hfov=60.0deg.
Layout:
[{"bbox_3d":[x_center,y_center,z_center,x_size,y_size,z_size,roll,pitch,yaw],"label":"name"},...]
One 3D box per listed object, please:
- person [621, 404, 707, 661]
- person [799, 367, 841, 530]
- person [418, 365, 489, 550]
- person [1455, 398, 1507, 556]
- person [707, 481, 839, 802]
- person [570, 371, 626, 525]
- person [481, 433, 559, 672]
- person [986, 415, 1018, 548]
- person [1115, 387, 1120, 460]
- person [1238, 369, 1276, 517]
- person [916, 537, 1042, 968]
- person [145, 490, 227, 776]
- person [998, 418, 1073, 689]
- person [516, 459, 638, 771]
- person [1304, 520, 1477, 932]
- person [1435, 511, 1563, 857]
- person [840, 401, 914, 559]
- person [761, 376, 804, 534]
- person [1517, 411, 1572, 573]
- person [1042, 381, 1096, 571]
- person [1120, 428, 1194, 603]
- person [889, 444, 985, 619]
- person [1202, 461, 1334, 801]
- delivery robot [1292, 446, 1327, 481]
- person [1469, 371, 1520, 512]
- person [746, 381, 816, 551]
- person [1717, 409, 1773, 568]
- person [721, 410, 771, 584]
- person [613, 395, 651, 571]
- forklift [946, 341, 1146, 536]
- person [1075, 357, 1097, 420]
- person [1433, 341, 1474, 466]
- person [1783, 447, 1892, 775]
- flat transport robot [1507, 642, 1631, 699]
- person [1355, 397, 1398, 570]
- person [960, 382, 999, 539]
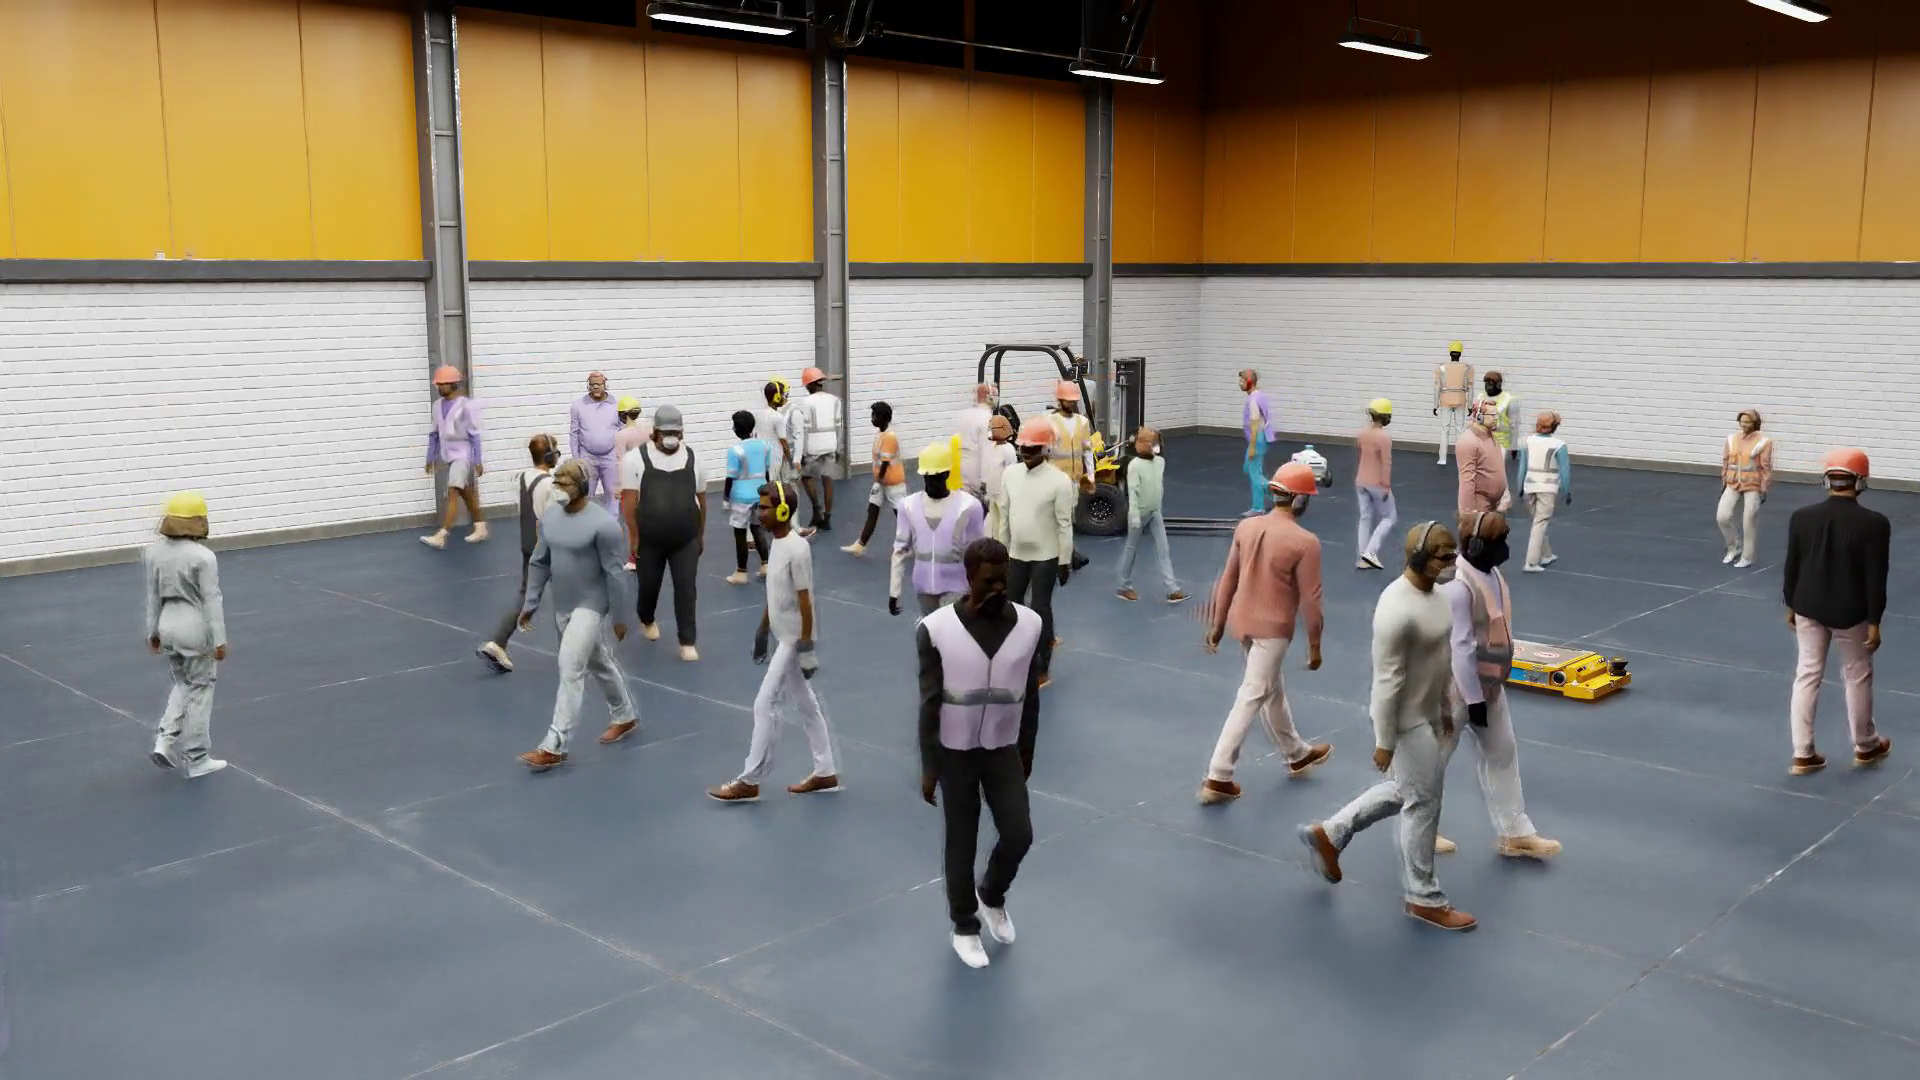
[{"bbox_3d":[-2.310,-0.104,13.062,0.679,2.000,0.795,-3,10,-19],"label":"person"},{"bbox_3d":[-1.627,-1.062,19.366,0.576,1.902,0.434,-6,11,-35],"label":"person"},{"bbox_3d":[-5.553,-0.902,18.136,0.639,1.985,1.055,6,11,33],"label":"person"},{"bbox_3d":[4.592,-0.297,14.654,0.410,1.909,0.643,6,11,35],"label":"person"},{"bbox_3d":[-1.100,0.581,9.489,0.884,1.831,0.542,-3,10,-16],"label":"person"},{"bbox_3d":[-3.996,-0.917,18.459,0.643,1.910,0.400,-2,9,-10],"label":"person"},{"bbox_3d":[-3.214,0.094,12.584,0.513,1.807,0.908,7,11,35],"label":"person"},{"bbox_3d":[0.389,-0.392,16.068,0.285,1.633,0.501,-4,10,-25],"label":"person"},{"bbox_3d":[2.525,-1.760,24.545,0.631,1.610,0.504,-8,12,-39],"label":"person"},{"bbox_3d":[3.643,-1.175,20.323,0.522,1.820,0.572,2,9,9],"label":"person"},{"bbox_3d":[0.084,0.921,7.231,0.586,1.901,0.450,-3,10,-19],"label":"person"},{"bbox_3d":[-4.596,0.560,9.932,0.511,1.726,0.373,3,10,18],"label":"person"},{"bbox_3d":[0.564,0.093,12.039,0.627,1.975,0.552,8,12,39],"label":"person"},{"bbox_3d":[-2.366,0.431,10.306,0.645,1.883,1.067,7,12,37],"label":"person"},{"bbox_3d":[2.015,0.832,7.751,0.816,1.914,0.668,6,11,32],"label":"person"},{"bbox_3d":[2.686,0.762,8.472,0.877,1.805,0.633,8,12,41],"label":"person"},{"bbox_3d":[-0.846,-0.603,17.256,0.835,1.652,0.541,-3,10,-18],"label":"person"},{"bbox_3d":[-2.033,-0.949,18.895,0.591,1.828,0.404,9,13,43],"label":"person"},{"bbox_3d":[5.931,-0.488,16.734,0.784,1.607,0.532,-6,11,-33],"label":"person"},{"bbox_3d":[1.138,-0.640,16.773,0.570,1.896,0.930,-5,10,-28],"label":"person"},{"bbox_3d":[1.744,-0.204,15.004,0.531,1.592,0.816,-8,12,-40],"label":"person"},{"bbox_3d":[-0.184,0.318,10.934,0.618,1.880,0.937,4,10,22],"label":"person"},{"bbox_3d":[1.793,0.515,9.596,1.095,1.923,0.644,-6,11,-31],"label":"person"},{"bbox_3d":[4.892,-1.081,23.312,0.477,0.478,0.707,0,9,-3],"label":"delivery robot"},{"bbox_3d":[6.616,-1.196,20.546,0.916,1.800,0.635,-6,11,-32],"label":"person"},{"bbox_3d":[-1.950,-0.805,18.020,0.967,1.815,0.554,-6,11,-33],"label":"person"},{"bbox_3d":[7.934,-0.514,16.831,0.382,1.623,0.538,-6,11,-34],"label":"person"},{"bbox_3d":[-2.052,-0.408,15.986,0.377,1.690,0.565,8,12,39],"label":"person"},{"bbox_3d":[-3.311,-0.572,16.770,0.329,1.767,0.528,5,11,28],"label":"person"},{"bbox_3d":[0.977,-1.223,19.452,2.313,2.155,1.214,2,9,11],"label":"forklift"},{"bbox_3d":[1.593,-1.498,22.130,0.518,1.874,0.327,-7,12,-37],"label":"person"},{"bbox_3d":[7.612,-2.104,25.674,0.595,1.925,0.371,2,9,11],"label":"person"},{"bbox_3d":[5.337,0.420,10.058,0.809,1.965,0.650,-7,12,-37],"label":"person"},{"bbox_3d":[4.118,0.906,12.284,1.431,0.197,0.652,9,13,43],"label":"flat transport robot"},{"bbox_3d":[4.180,-0.555,16.706,0.365,1.753,0.537,-5,10,-27],"label":"person"},{"bbox_3d":[0.232,-0.675,17.027,0.484,1.887,0.665,-4,10,-24],"label":"person"}]
